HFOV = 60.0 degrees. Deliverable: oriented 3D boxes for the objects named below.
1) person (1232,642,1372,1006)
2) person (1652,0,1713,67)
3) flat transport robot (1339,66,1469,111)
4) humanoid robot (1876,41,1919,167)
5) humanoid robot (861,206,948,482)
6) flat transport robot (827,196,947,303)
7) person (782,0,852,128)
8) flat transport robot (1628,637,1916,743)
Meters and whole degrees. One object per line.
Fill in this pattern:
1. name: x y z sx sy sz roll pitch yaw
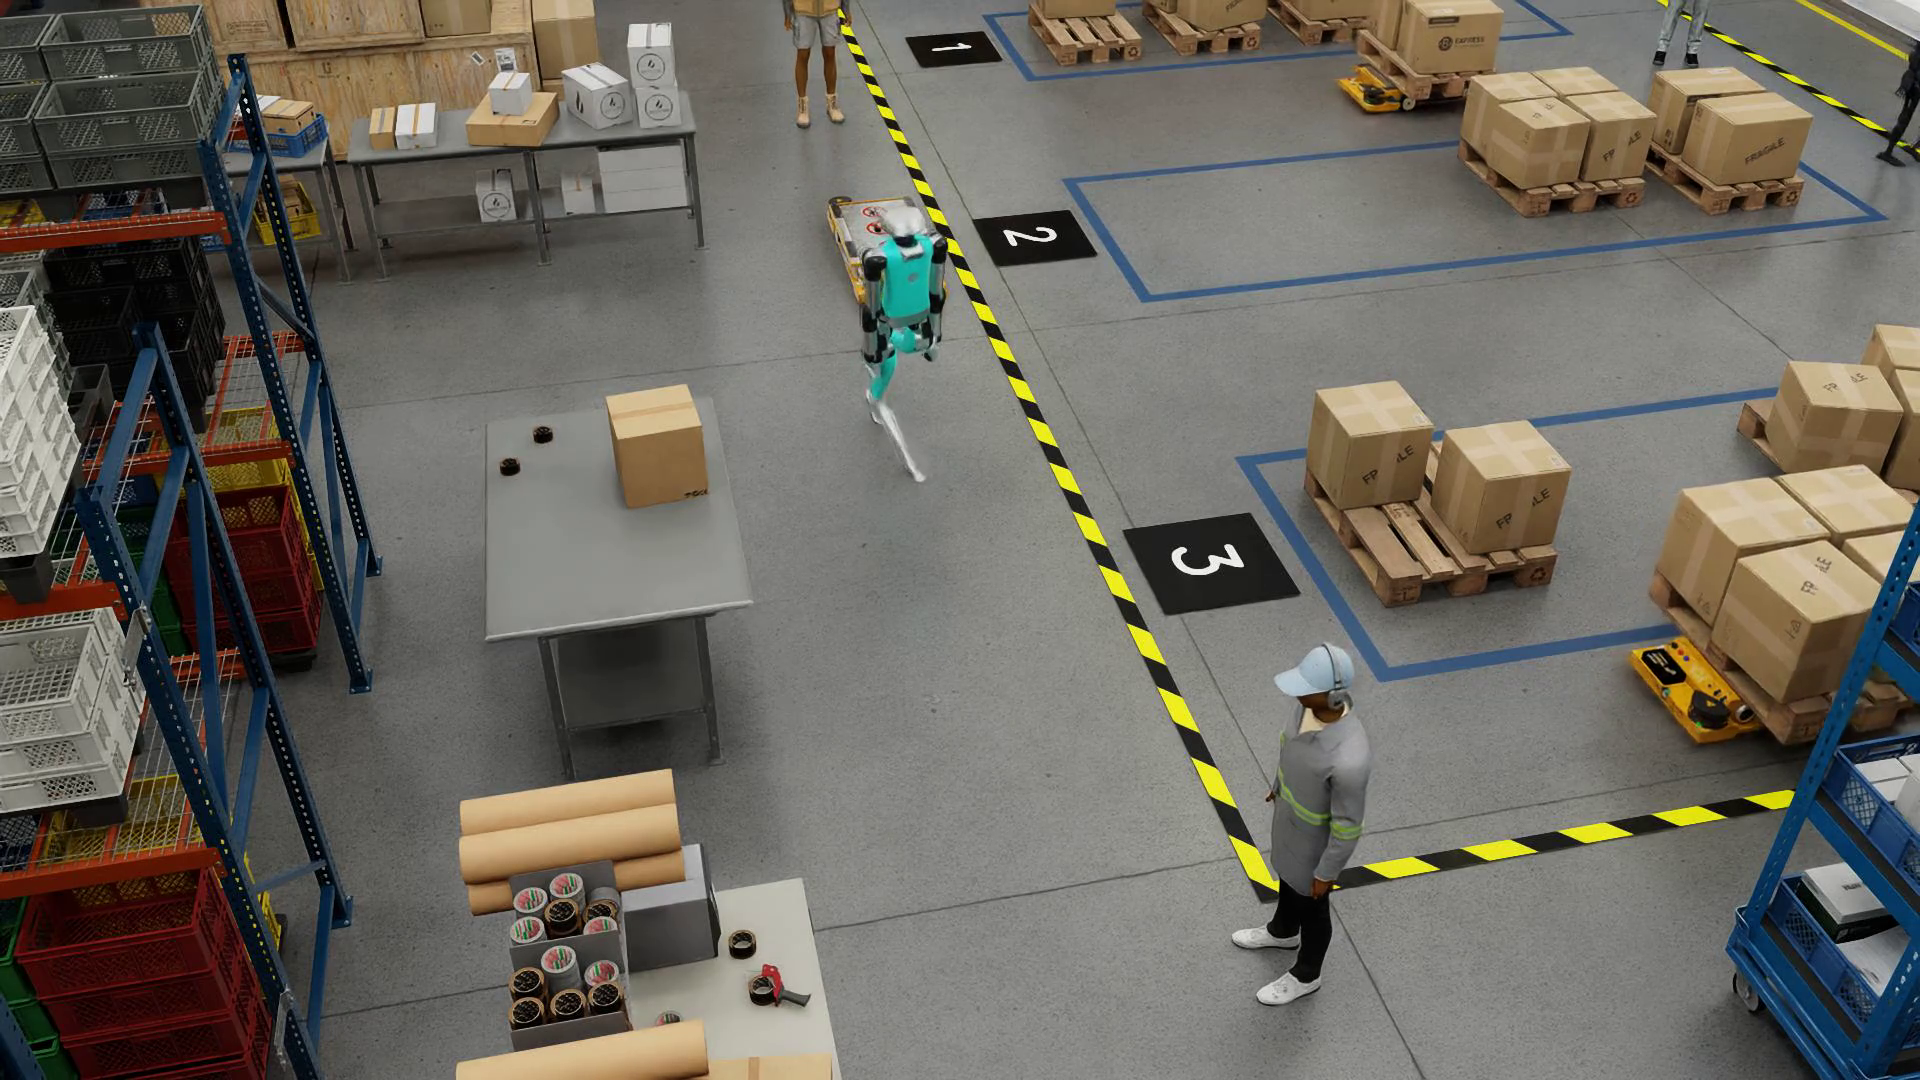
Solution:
1. person: 1.367 1.142 6.692 0.392 1.850 0.598 -6 37 -8
2. person: 6.847 -5.298 15.362 0.589 1.835 0.404 8 37 10
3. flat transport robot: 4.251 -4.165 15.128 1.431 0.197 0.652 -8 37 -10
4. humanoid robot: 7.917 -3.836 13.527 0.616 1.645 0.368 -14 39 -18
5. humanoid robot: -0.461 -1.292 10.126 0.535 1.783 1.057 -18 40 -23
6. flat transport robot: -0.570 -2.220 12.538 0.659 0.231 1.431 -8 37 -10
7. person: -1.215 -4.529 14.166 0.606 2.032 0.400 -8 37 -10
8. flat transport robot: 4.311 0.662 8.641 1.431 0.197 0.652 -8 37 -10
